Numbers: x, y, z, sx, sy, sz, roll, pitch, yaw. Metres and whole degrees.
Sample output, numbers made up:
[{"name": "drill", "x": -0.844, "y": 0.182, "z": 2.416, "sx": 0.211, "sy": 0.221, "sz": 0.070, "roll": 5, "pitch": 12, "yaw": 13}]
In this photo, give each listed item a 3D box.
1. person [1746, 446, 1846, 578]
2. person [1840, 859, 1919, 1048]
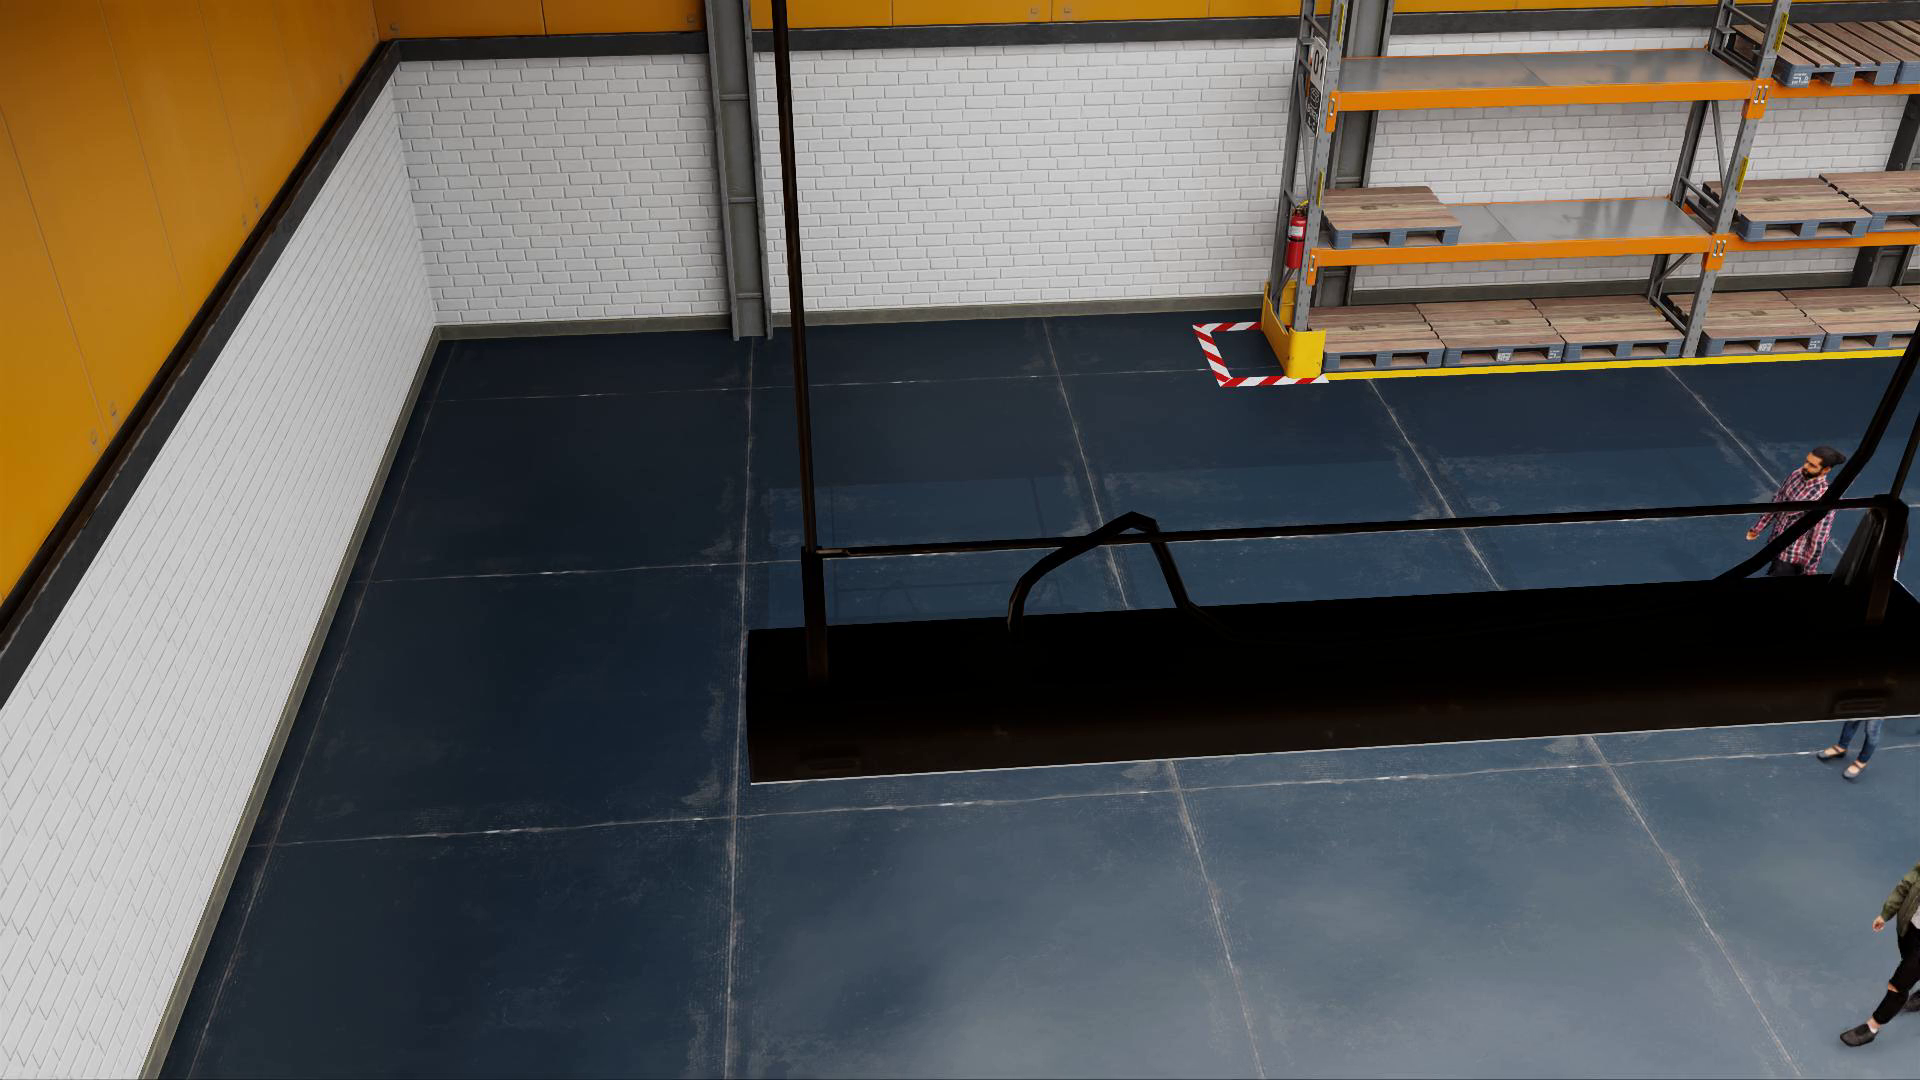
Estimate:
[{"name": "person", "x": 6.156, "y": 0.066, "z": 12.178, "sx": 1.193, "sy": 1.724, "sz": 0.806, "roll": 1, "pitch": 34, "yaw": 2}, {"name": "person", "x": 5.411, "y": 2.183, "z": 9.243, "sx": 1.029, "sy": 1.447, "sz": 0.701, "roll": -9, "pitch": 35, "yaw": -14}]
